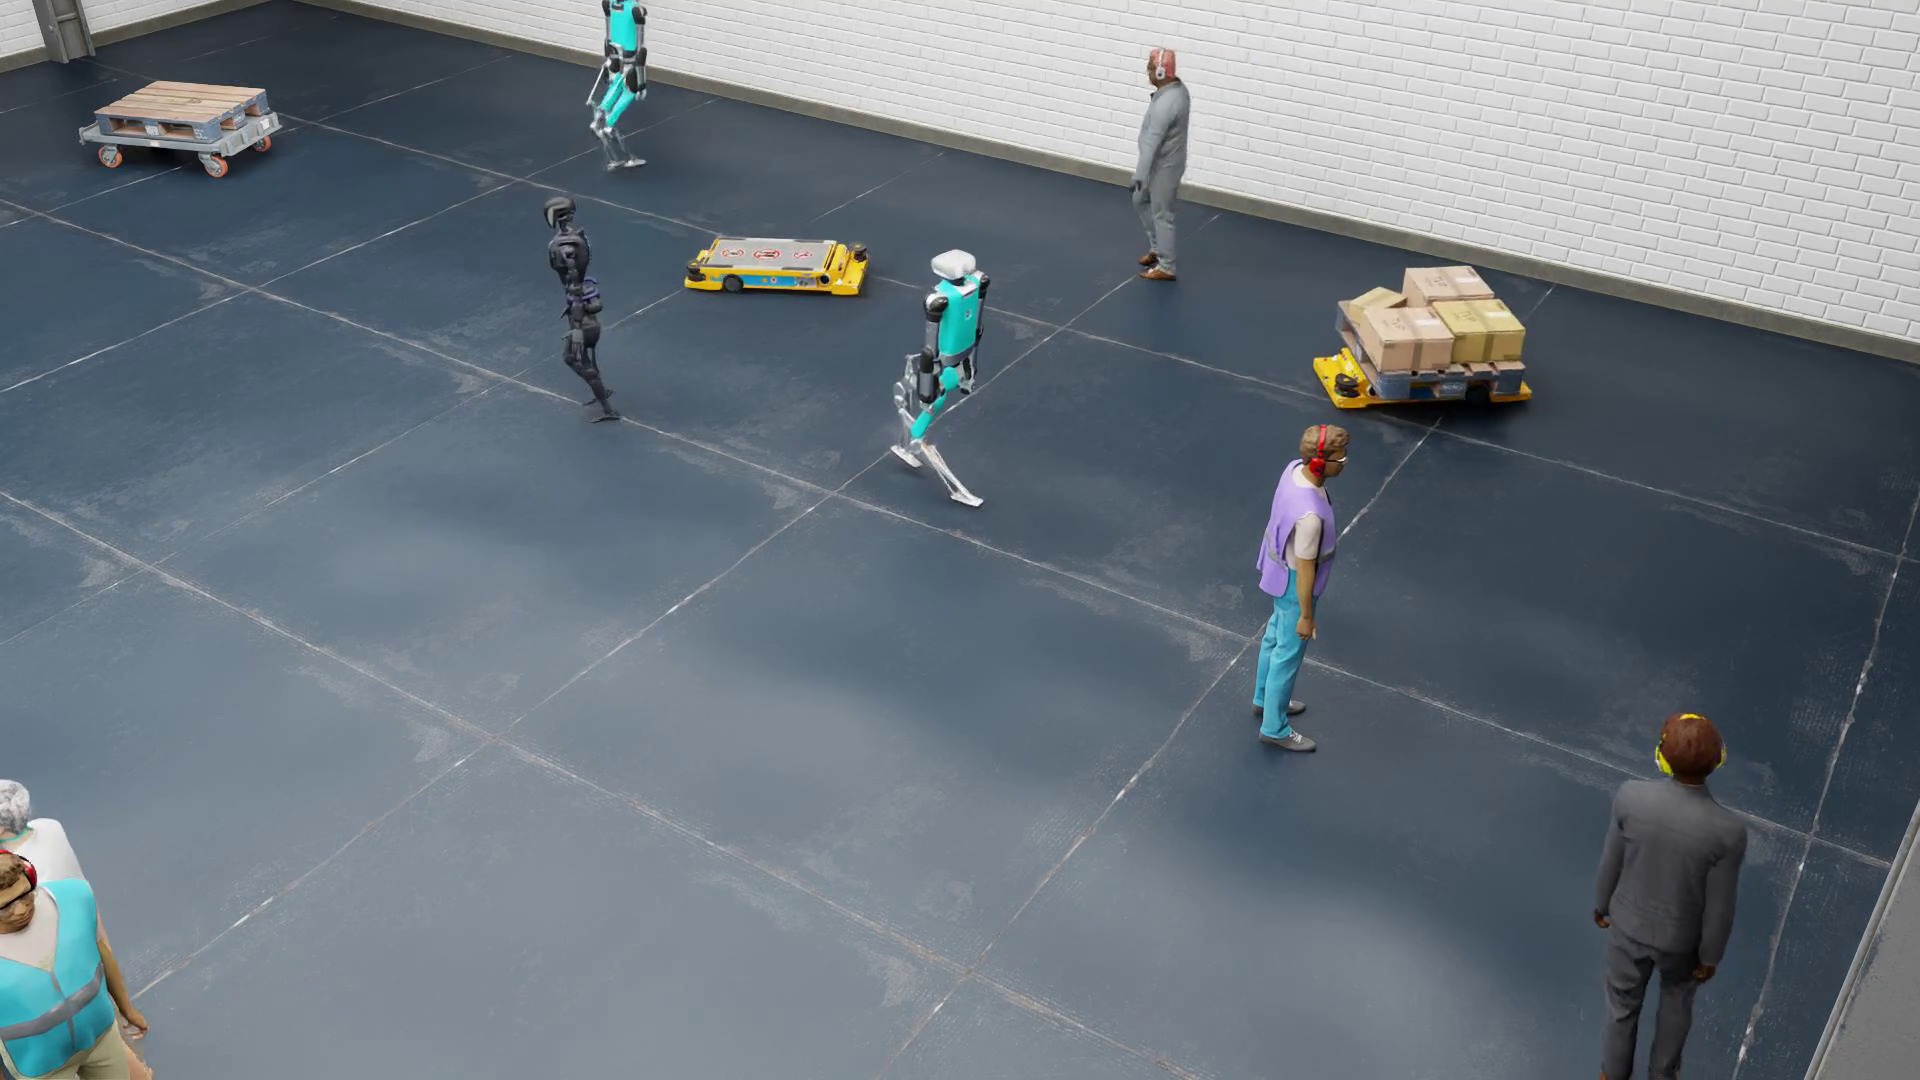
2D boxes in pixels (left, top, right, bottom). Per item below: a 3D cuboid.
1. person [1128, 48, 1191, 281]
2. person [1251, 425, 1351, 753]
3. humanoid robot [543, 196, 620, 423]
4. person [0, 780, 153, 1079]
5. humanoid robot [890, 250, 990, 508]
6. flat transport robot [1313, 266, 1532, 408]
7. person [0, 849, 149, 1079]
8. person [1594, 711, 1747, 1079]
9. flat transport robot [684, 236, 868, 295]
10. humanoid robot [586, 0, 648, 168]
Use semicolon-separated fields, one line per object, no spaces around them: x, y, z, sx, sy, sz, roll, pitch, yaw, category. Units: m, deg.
1.606;-3.021;13.462;0.519;1.886;0.661;7;33;11;person
1.694;0.232;8.437;0.373;1.843;0.569;1;33;2;person
-2.586;-1.559;11.385;0.355;1.646;0.603;-8;34;-13;humanoid robot
-3.443;1.606;6.396;0.343;1.747;0.498;-11;34;-16;person
-0.252;-1.078;10.629;1.024;1.771;0.533;24;40;32;humanoid robot
3.373;-1.215;12.147;1.431;0.231;0.659;-3;33;-4;flat transport robot
-3.224;1.812;5.979;0.390;1.846;0.565;17;36;24;person
2.701;1.488;6.487;0.517;1.845;0.455;16;36;24;person
-1.512;-2.269;13.787;1.431;0.231;0.659;3;33;4;flat transport robot
-3.243;-4.273;15.475;0.530;1.719;0.724;24;40;32;humanoid robot
